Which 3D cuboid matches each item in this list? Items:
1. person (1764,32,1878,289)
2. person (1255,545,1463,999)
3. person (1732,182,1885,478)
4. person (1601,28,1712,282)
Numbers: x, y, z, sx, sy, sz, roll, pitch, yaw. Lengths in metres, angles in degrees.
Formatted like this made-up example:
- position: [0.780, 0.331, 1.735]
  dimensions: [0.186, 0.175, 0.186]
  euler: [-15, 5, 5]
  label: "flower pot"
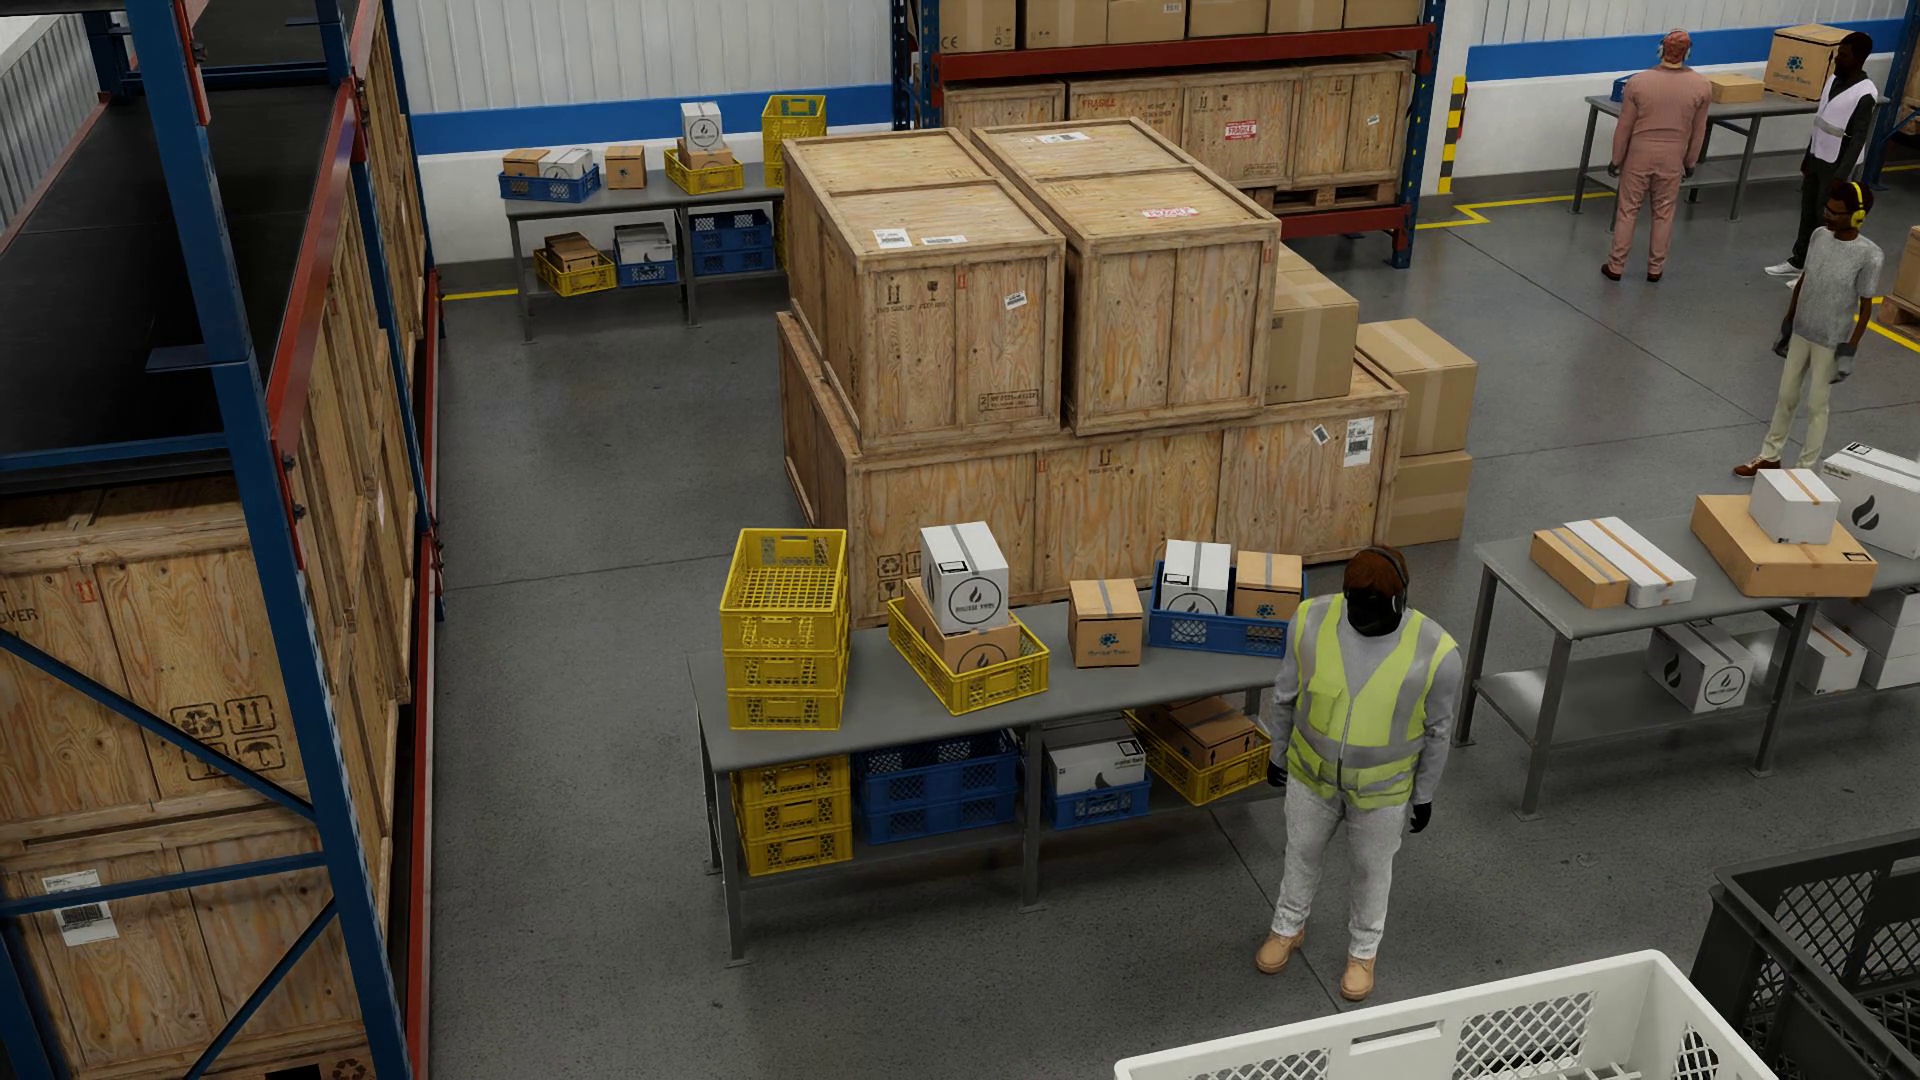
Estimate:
- position: [6.591, -2.863, 12.592]
  dimensions: [0.392, 1.917, 0.592]
  euler: [-1, 29, -2]
  label: "person"
- position: [1.394, 0.836, 5.954]
  dimensions: [0.633, 1.842, 0.429]
  euler: [14, 32, 24]
  label: "person"
- position: [4.902, -1.141, 9.521]
  dimensions: [0.331, 1.865, 0.519]
  euler: [-11, 31, -20]
  label: "person"
- position: [5.300, -2.926, 12.717]
  dimensions: [0.648, 1.907, 0.401]
  euler: [5, 29, 10]
  label: "person"
